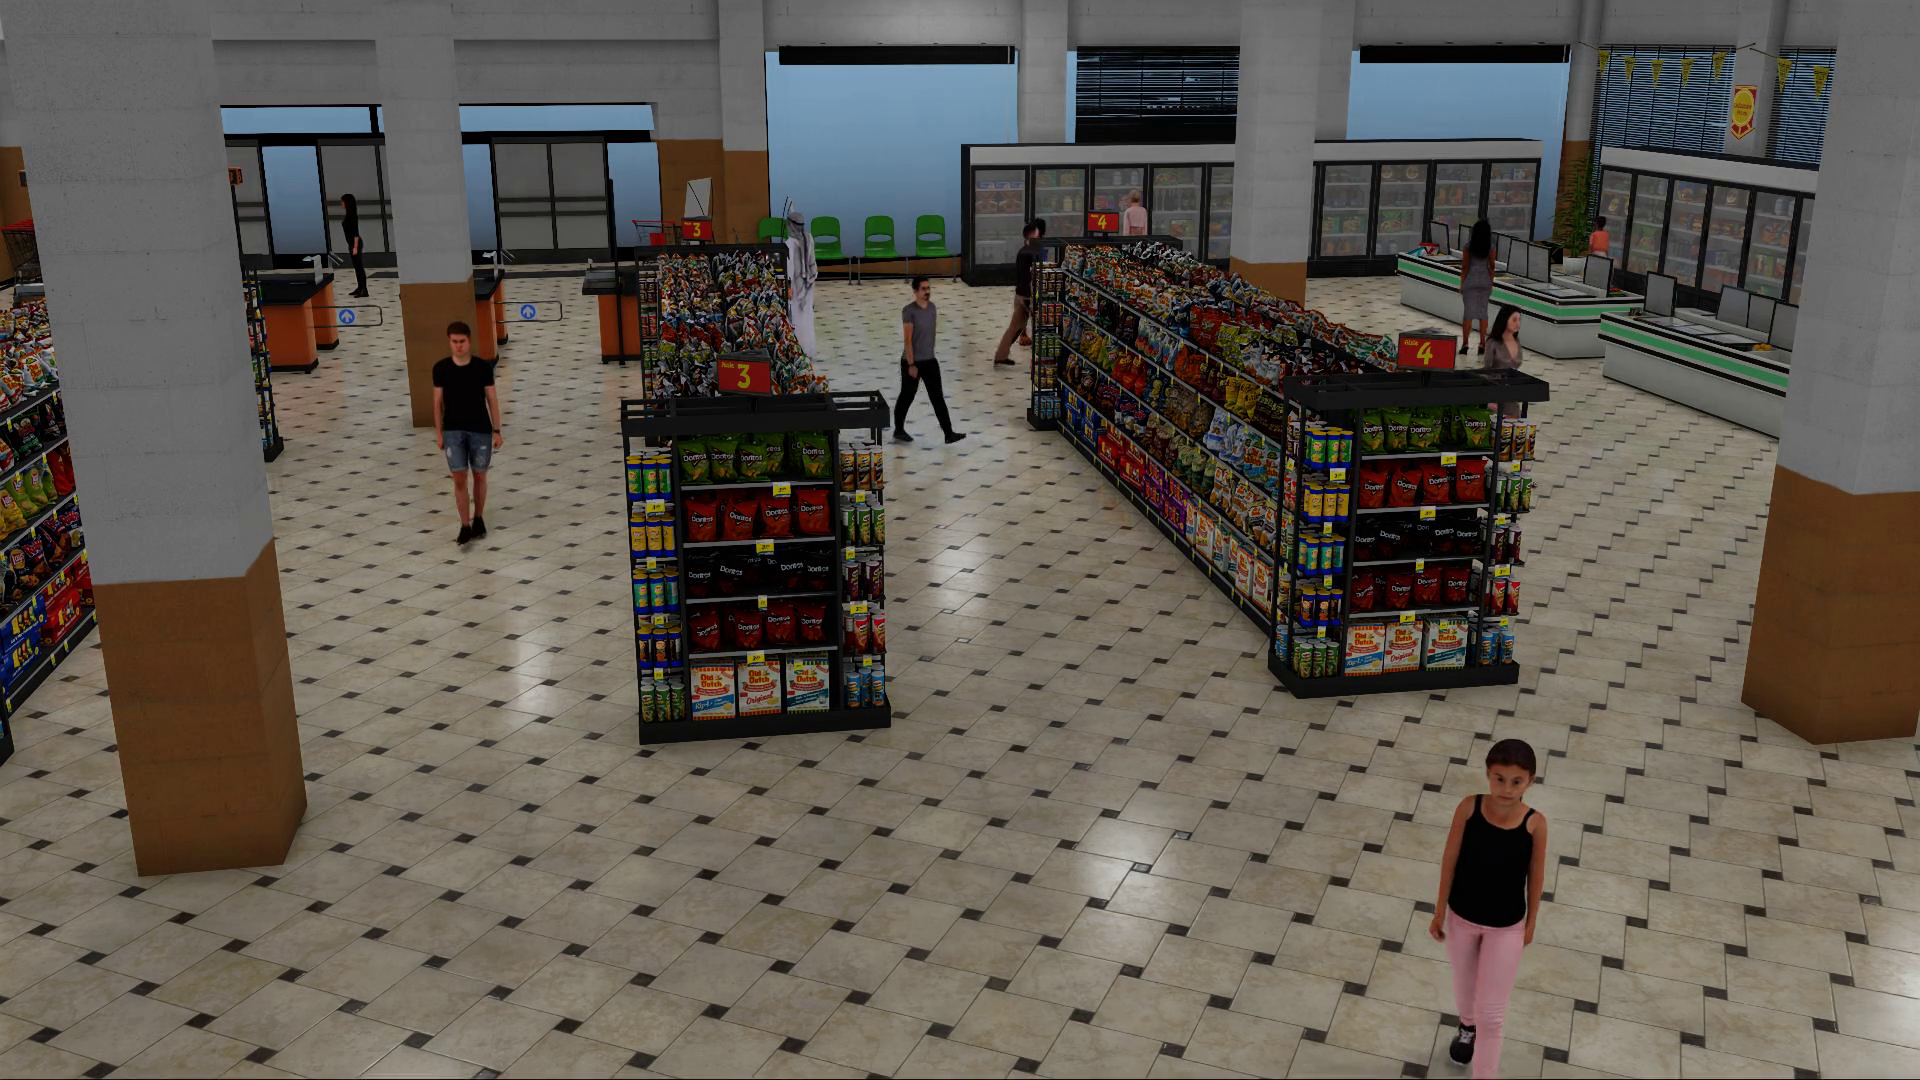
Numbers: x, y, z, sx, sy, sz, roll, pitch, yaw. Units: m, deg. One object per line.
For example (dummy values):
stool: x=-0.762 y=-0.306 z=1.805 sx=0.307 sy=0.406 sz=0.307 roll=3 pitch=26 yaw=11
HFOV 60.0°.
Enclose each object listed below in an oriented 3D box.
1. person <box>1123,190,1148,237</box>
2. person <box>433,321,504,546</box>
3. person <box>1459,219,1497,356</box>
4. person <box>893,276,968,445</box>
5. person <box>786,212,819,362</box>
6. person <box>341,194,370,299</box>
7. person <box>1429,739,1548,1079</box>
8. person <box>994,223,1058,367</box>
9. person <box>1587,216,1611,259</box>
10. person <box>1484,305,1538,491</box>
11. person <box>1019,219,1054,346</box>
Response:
person: x=2.839 y=-4.810 z=26.920 sx=0.625 sy=1.697 sz=0.612 roll=-6 pitch=18 yaw=-18
person: x=-4.097 y=-0.921 z=13.886 sx=0.715 sy=1.829 sz=0.920 roll=-5 pitch=17 yaw=-15
person: x=6.809 y=-3.329 z=21.896 sx=0.644 sy=1.781 sz=0.620 roll=3 pitch=17 yaw=9
person: x=-0.476 y=-1.820 z=17.049 sx=1.009 sy=1.710 sz=1.189 roll=-16 pitch=23 yaw=-42
person: x=-2.071 y=-3.245 z=21.372 sx=0.872 sy=1.926 sz=0.795 roll=9 pitch=19 yaw=28
person: x=-9.762 y=-4.758 z=26.843 sx=0.694 sy=1.641 sz=0.557 roll=-10 pitch=19 yaw=-29
person: x=2.059 y=1.473 z=6.517 sx=0.933 sy=1.528 sz=1.066 roll=9 pitch=19 yaw=27
person: x=0.773 y=-3.020 z=20.854 sx=0.960 sy=1.796 sz=1.205 roll=-7 pitch=18 yaw=-23
person: x=10.266 y=-4.533 z=26.685 sx=0.536 sy=1.304 sz=0.609 roll=-1 pitch=17 yaw=-2
person: x=4.891 y=-1.296 z=15.338 sx=0.756 sy=1.703 sz=1.103 roll=-7 pitch=18 yaw=-22
person: x=0.943 y=-3.478 z=22.539 sx=0.898 sy=1.693 sz=0.908 roll=-13 pitch=21 yaw=-37
